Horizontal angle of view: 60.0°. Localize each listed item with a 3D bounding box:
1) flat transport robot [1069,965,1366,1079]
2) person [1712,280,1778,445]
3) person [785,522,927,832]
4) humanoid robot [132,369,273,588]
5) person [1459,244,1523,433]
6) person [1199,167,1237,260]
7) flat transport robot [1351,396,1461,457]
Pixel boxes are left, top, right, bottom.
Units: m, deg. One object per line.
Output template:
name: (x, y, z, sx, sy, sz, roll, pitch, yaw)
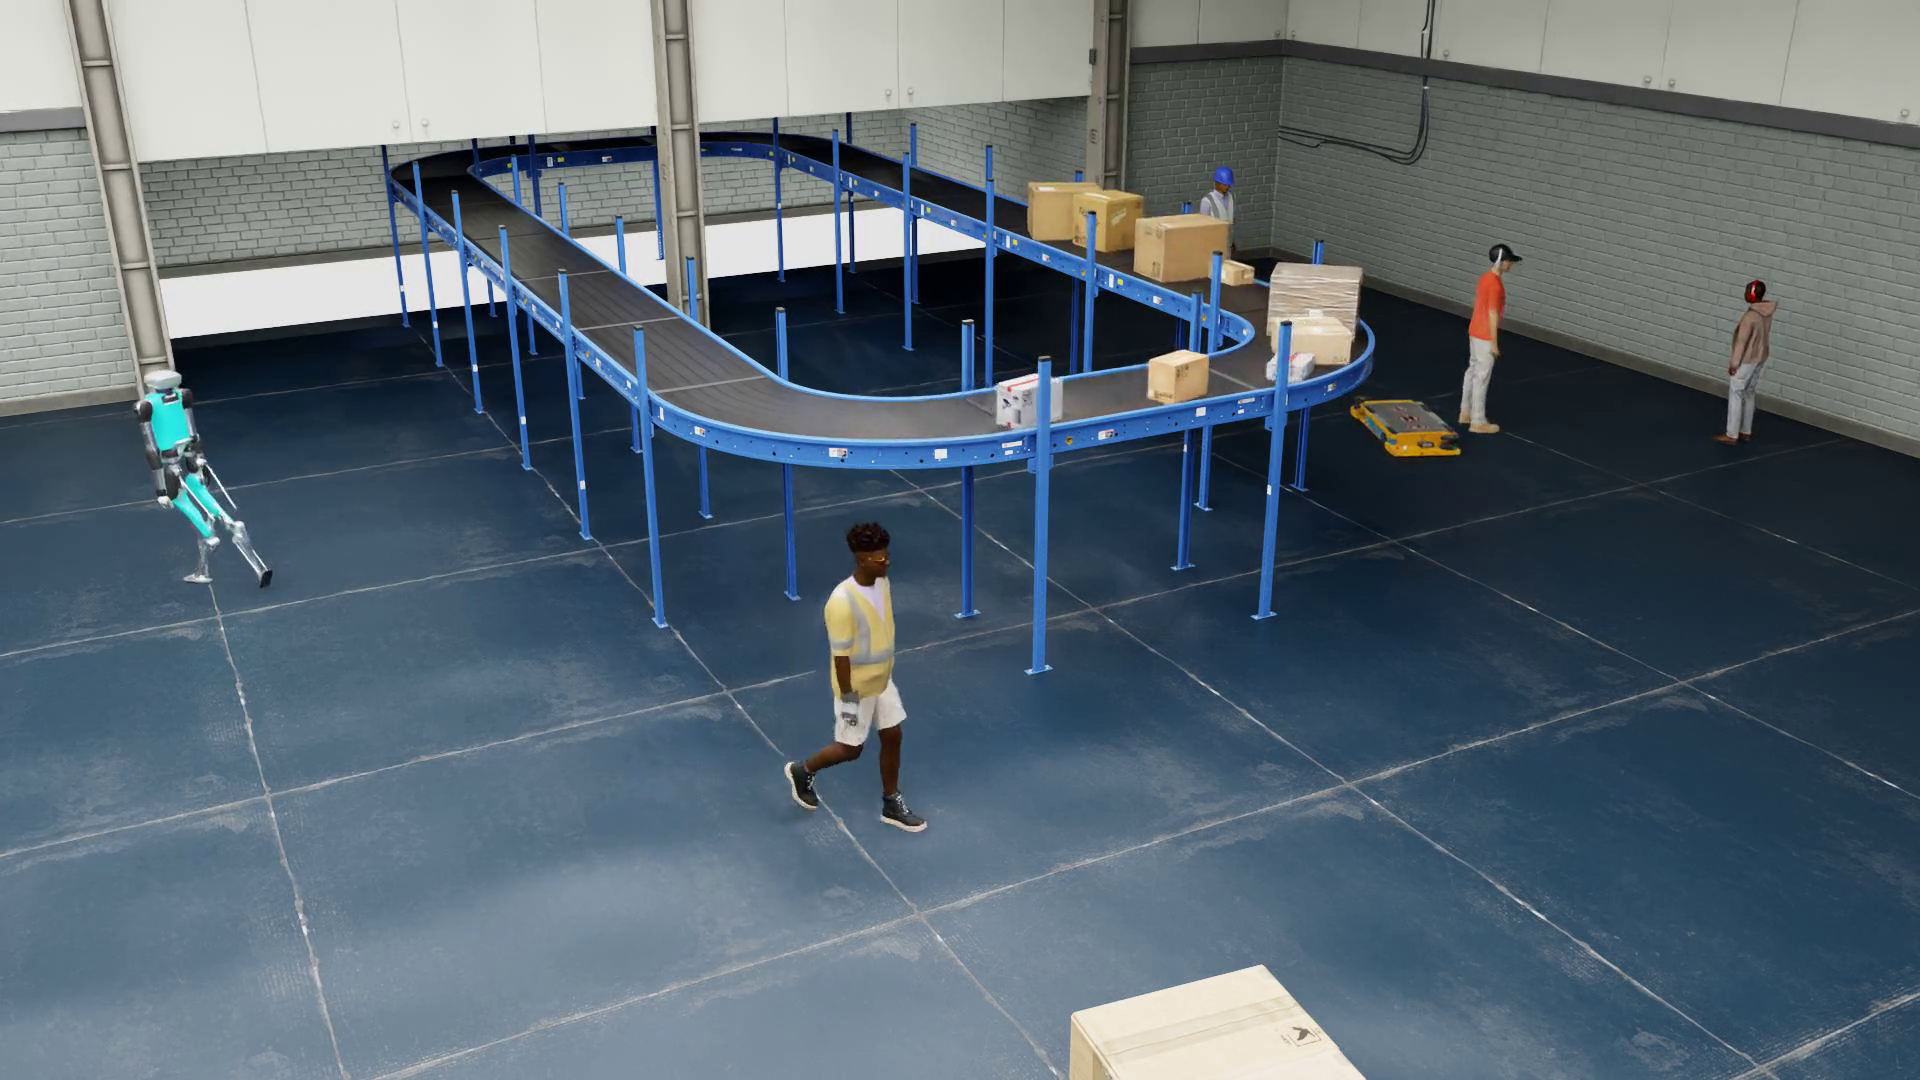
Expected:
flat transport robot: (1.106, 2.792, 6.974, 1.431, 0.231, 0.659, -8, 23, -20)
person: (7.744, -1.743, 16.347, 0.479, 1.642, 0.324, -15, 26, -33)
person: (-0.612, 0.788, 9.701, 0.803, 1.940, 0.602, 12, 25, 27)
humanoid robot: (-5.843, -0.416, 12.989, 0.930, 1.799, 0.558, 7, 23, 17)
person: (5.326, -2.036, 16.728, 0.425, 1.909, 0.474, 2, 22, 4)
person: (3.237, -3.714, 20.846, 0.615, 1.933, 0.416, -18, 28, -37)
flat transport robot: (4.460, -1.144, 16.702, 0.659, 0.231, 1.431, -2, 22, -4)
